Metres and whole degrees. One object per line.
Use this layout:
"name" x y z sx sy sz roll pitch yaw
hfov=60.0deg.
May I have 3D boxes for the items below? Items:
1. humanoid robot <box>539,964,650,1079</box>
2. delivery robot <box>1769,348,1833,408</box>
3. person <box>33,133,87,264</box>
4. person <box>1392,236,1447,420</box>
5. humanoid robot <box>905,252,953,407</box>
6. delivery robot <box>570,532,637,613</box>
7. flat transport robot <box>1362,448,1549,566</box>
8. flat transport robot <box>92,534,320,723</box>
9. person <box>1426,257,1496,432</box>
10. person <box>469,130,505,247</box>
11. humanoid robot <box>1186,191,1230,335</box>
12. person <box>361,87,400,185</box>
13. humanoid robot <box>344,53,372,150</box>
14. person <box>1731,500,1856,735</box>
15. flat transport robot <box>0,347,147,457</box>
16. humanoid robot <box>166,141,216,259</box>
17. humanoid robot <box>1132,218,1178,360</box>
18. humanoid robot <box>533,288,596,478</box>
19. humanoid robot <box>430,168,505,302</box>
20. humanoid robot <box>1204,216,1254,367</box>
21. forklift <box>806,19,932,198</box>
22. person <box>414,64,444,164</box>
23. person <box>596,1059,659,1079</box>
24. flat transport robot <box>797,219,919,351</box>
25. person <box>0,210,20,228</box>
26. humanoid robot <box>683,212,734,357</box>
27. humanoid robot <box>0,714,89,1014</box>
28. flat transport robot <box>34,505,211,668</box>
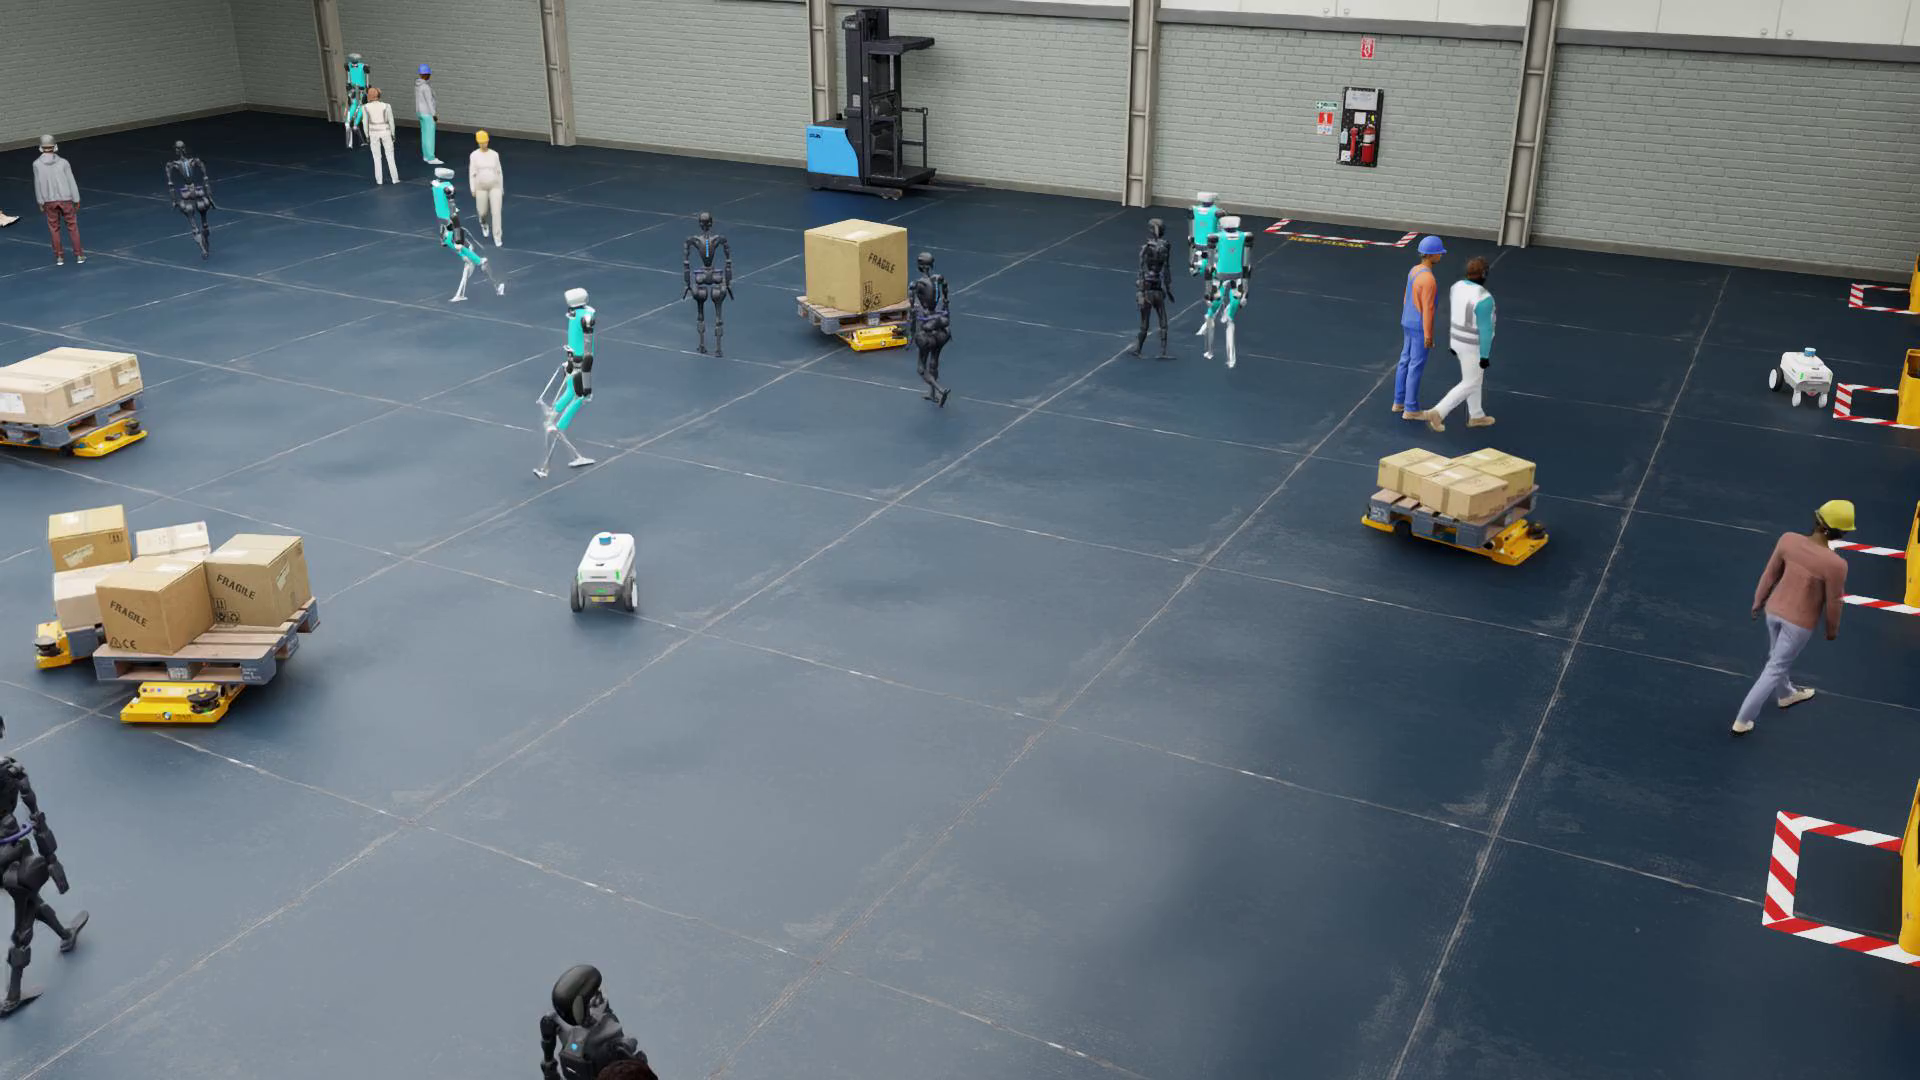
"humanoid robot" -1.449 2.418 6.802 0.609 1.639 0.692 11 25 23
"delivery robot" 9.112 -1.774 17.954 0.499 0.614 0.791 4 23 8
"person" -12.666 -4.786 23.361 0.549 1.806 0.380 -10 25 -21
"person" 4.762 -2.203 17.215 0.368 1.908 0.534 -3 23 -8
"humanoid robot" -0.253 -2.217 17.543 0.596 1.637 0.516 -21 31 -39
"delivery robot" -2.810 0.233 13.241 0.499 0.581 0.754 0 23 -1
"flat transport robot" 4.297 -0.130 14.465 1.431 0.231 0.659 19 29 37
"flat transport robot" -5.412 0.904 12.058 0.659 0.231 1.431 1 23 2
"person" 5.124 -1.960 16.784 0.846 1.802 0.645 -5 24 -12
"person" -6.959 -5.196 24.477 0.470 1.677 0.617 -8 24 -18
"humanoid robot" 3.179 -3.424 20.297 0.547 1.762 0.973 19 30 37
"person" -9.956 -6.928 28.555 0.513 1.636 0.314 -6 24 -13
"humanoid robot" -11.600 -8.306 31.739 0.564 1.842 0.807 7 24 15
"person" 5.643 0.507 11.142 0.866 1.709 0.550 -10 25 -22
"flat transport robot" -8.982 -1.083 16.683 1.431 0.231 0.659 7 24 15
"humanoid robot" -10.982 -4.877 23.764 0.584 1.634 0.697 -16 28 -33
"humanoid robot" 2.244 -2.856 19.033 0.539 1.638 0.586 20 30 39
"humanoid robot" -3.818 -1.420 15.711 0.849 1.863 0.546 -12 26 -26
"humanoid robot" -6.332 -3.953 21.570 0.884 1.816 0.562 -19 29 -37
"humanoid robot" 2.978 -2.860 19.014 0.532 1.812 0.796 -3 23 -6
"forklift" -1.573 -7.292 27.850 1.873 2.768 1.129 12 26 25
"person" -9.722 -7.767 30.350 0.378 1.768 0.533 -16 28 -32
"person" -1.176 2.645 5.924 0.392 1.913 0.587 -3 23 -7
"flat transport robot" -1.230 -2.595 20.204 0.659 0.231 1.431 -11 25 -23
"person" -15.023 -5.628 25.292 0.982 1.816 0.548 2 23 4
"humanoid robot" -2.927 -2.965 19.300 0.590 1.634 0.458 -5 24 -12
"humanoid robot" -4.921 1.601 8.691 0.614 1.622 0.757 8 24 17
"flat transport robot" -6.219 0.648 12.654 1.431 0.231 0.659 -11 26 -24
